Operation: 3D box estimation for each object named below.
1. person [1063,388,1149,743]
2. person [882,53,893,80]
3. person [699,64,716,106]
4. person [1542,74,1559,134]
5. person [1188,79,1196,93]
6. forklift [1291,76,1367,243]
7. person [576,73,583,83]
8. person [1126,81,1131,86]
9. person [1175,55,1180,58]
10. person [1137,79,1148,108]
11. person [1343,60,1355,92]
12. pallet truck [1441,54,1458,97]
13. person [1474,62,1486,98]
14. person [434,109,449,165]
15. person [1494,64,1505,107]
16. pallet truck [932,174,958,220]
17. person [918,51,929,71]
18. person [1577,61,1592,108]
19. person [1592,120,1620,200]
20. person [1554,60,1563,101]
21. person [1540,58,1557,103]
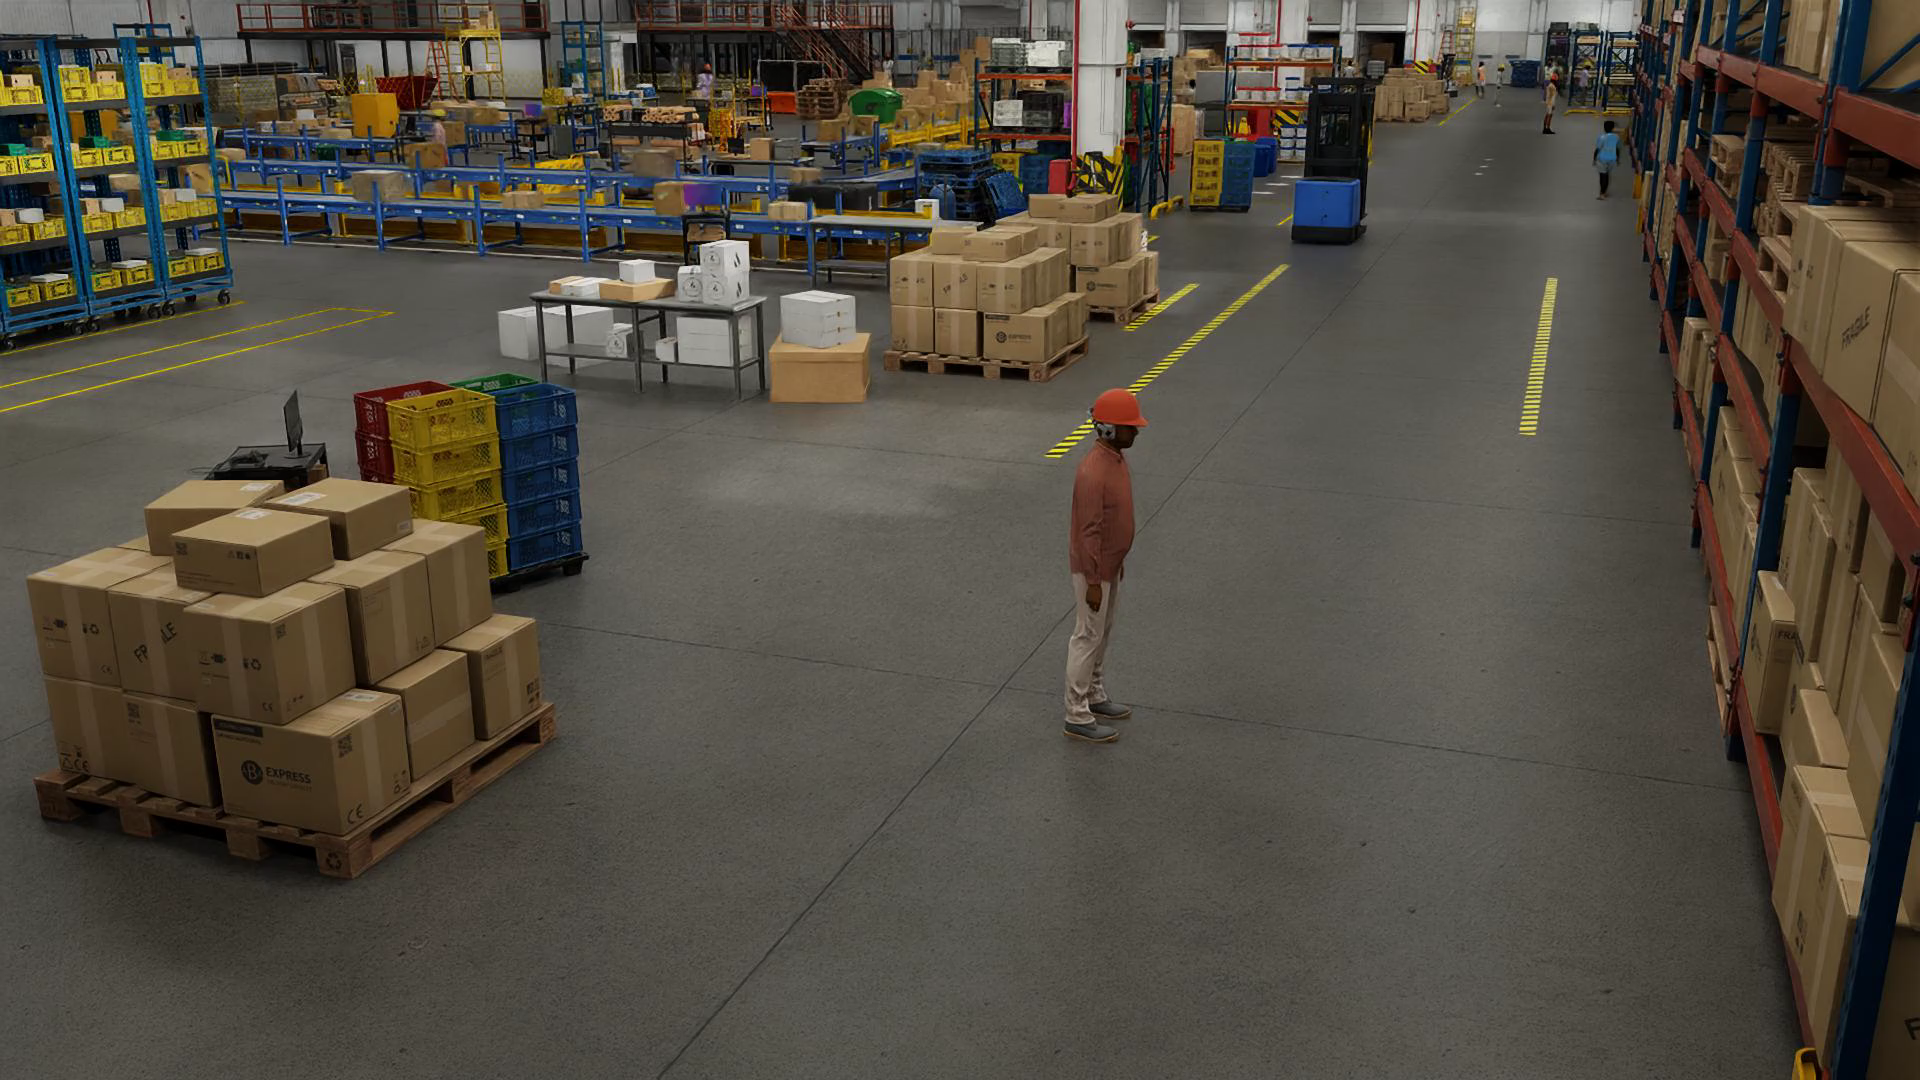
[{"bbox_3d":[0.809,0.136,9.191,0.416,1.985,0.611,6,19,18],"label":"person"},{"bbox_3d":[-3.574,-23.113,82.322,0.563,1.928,0.423,5,18,14],"label":"person"},{"bbox_3d":[-9.454,-16.807,62.353,0.627,2.024,0.422,-12,21,-34],"label":"person"},{"bbox_3d":[19.512,-14.385,54.882,0.360,1.939,0.543,-1,18,-2],"label":"person"},{"bbox_3d":[7.933,-14.968,57.128,0.430,1.680,0.546,6,19,18],"label":"person"},{"bbox_3d":[6.598,-6.755,29.381,1.129,2.768,1.873,6,19,19],"label":"forklift"},{"bbox_3d":[-16.140,-19.368,70.711,0.985,1.840,0.576,6,19,19],"label":"person"},{"bbox_3d":[6.048,-16.122,60.249,0.379,1.996,0.610,-2,18,-5],"label":"person"},{"bbox_3d":[10.509,-22.369,79.998,0.636,1.921,0.661,-13,22,-35],"label":"person"},{"bbox_3d":[6.081,-14.675,56.035,0.604,1.796,0.910,6,19,18],"label":"person"},{"bbox_3d":[17.055,-20.092,72.937,0.526,1.864,0.315,8,19,23],"label":"person"},{"bbox_3d":[22.765,-21.886,78.355,0.823,1.965,1.885,-4,18,-14],"label":"pallet truck"},{"bbox_3d":[24.230,-21.377,77.312,0.557,1.645,0.592,-10,20,-30],"label":"person"},{"bbox_3d":[-11.955,-9.055,38.423,0.368,1.751,0.550,-3,18,-8],"label":"person"},{"bbox_3d":[22.940,-19.302,70.652,0.308,1.741,0.494,8,19,24],"label":"person"},{"bbox_3d":[-0.507,-5.292,27.348,0.653,1.274,1.630,6,19,19],"label":"pallet truck"},{"bbox_3d":[-2.016,-26.139,91.994,0.646,1.826,0.450,-7,19,-20],"label":"person"},{"bbox_3d":[26.153,-19.044,69.556,0.427,1.914,0.616,8,19,24],"label":"person"},{"bbox_3d":[13.895,-8.178,35.801,0.563,1.664,0.587,-3,18,-10],"label":"person"},{"bbox_3d":[26.693,-20.519,74.341,0.585,1.827,0.524,-7,19,-22],"label":"person"},{"bbox_3d":[25.936,-20.204,73.200,0.396,1.919,0.590,-14,22,-37],"label":"person"}]
